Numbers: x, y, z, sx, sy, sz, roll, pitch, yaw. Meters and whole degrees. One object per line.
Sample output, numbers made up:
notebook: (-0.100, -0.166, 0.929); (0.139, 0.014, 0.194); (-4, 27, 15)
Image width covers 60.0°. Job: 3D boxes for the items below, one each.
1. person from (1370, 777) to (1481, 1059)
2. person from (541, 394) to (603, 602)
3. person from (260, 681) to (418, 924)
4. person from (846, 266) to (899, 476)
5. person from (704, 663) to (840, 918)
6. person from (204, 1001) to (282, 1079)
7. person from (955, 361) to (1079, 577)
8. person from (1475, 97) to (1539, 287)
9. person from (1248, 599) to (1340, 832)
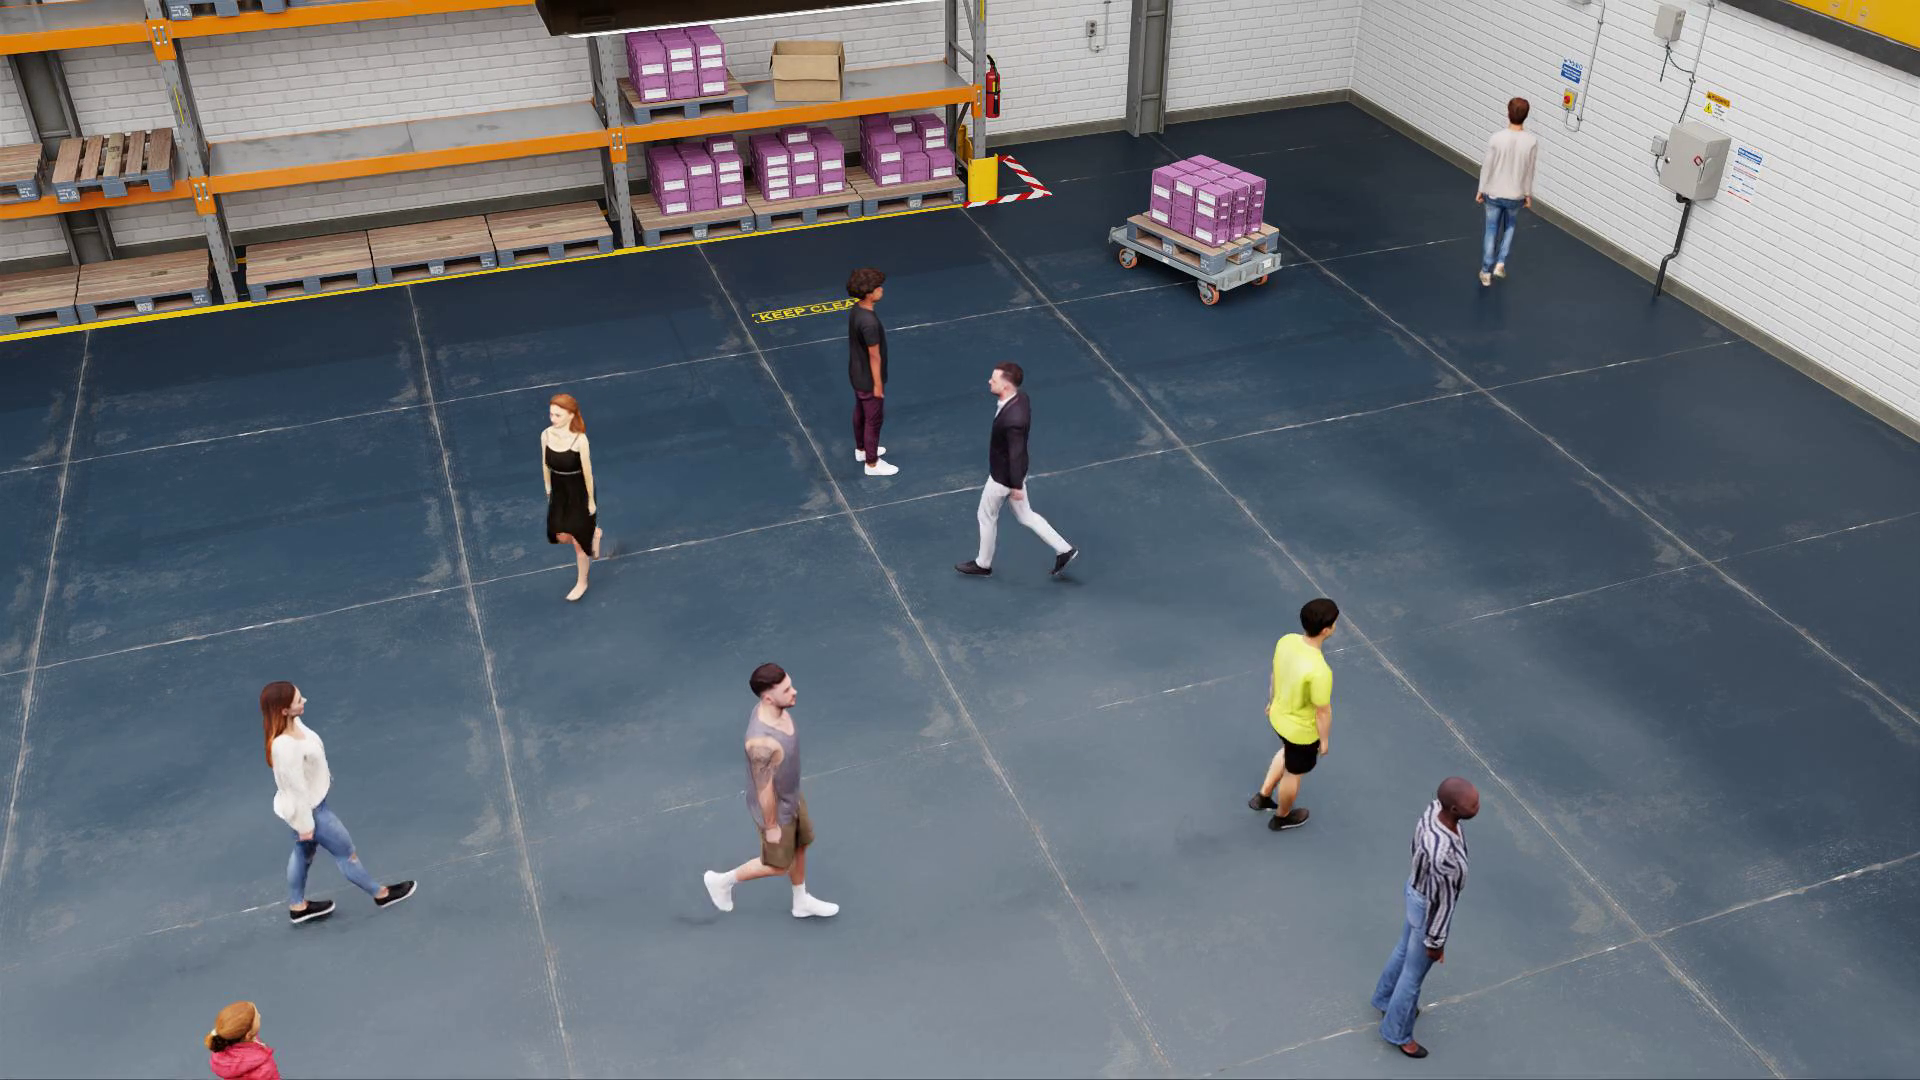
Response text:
person: (2.400, 1.913, 8.563); (0.707, 1.794, 0.715); (4, 34, 6)
person: (-2.783, -0.368, 12.160); (0.879, 1.611, 0.922); (12, 35, 17)
person: (-3.718, 1.509, 9.288); (0.953, 1.664, 0.683); (-14, 36, -20)
person: (-0.749, -1.390, 13.541); (0.545, 1.784, 0.617); (-11, 35, -15)
person: (-1.091, 1.444, 9.254); (1.110, 1.834, 0.913); (3, 34, 5)
person: (-3.350, 2.691, 7.832); (0.646, 1.308, 0.691); (26, 41, 33)
person: (0.461, -0.471, 12.134); (1.250, 1.812, 1.047); (7, 34, 10)
person: (5.399, -3.389, 16.453); (0.770, 1.889, 0.859); (9, 35, 14)
person: (1.947, 1.100, 9.912); (0.673, 1.654, 0.661); (-14, 36, -20)
